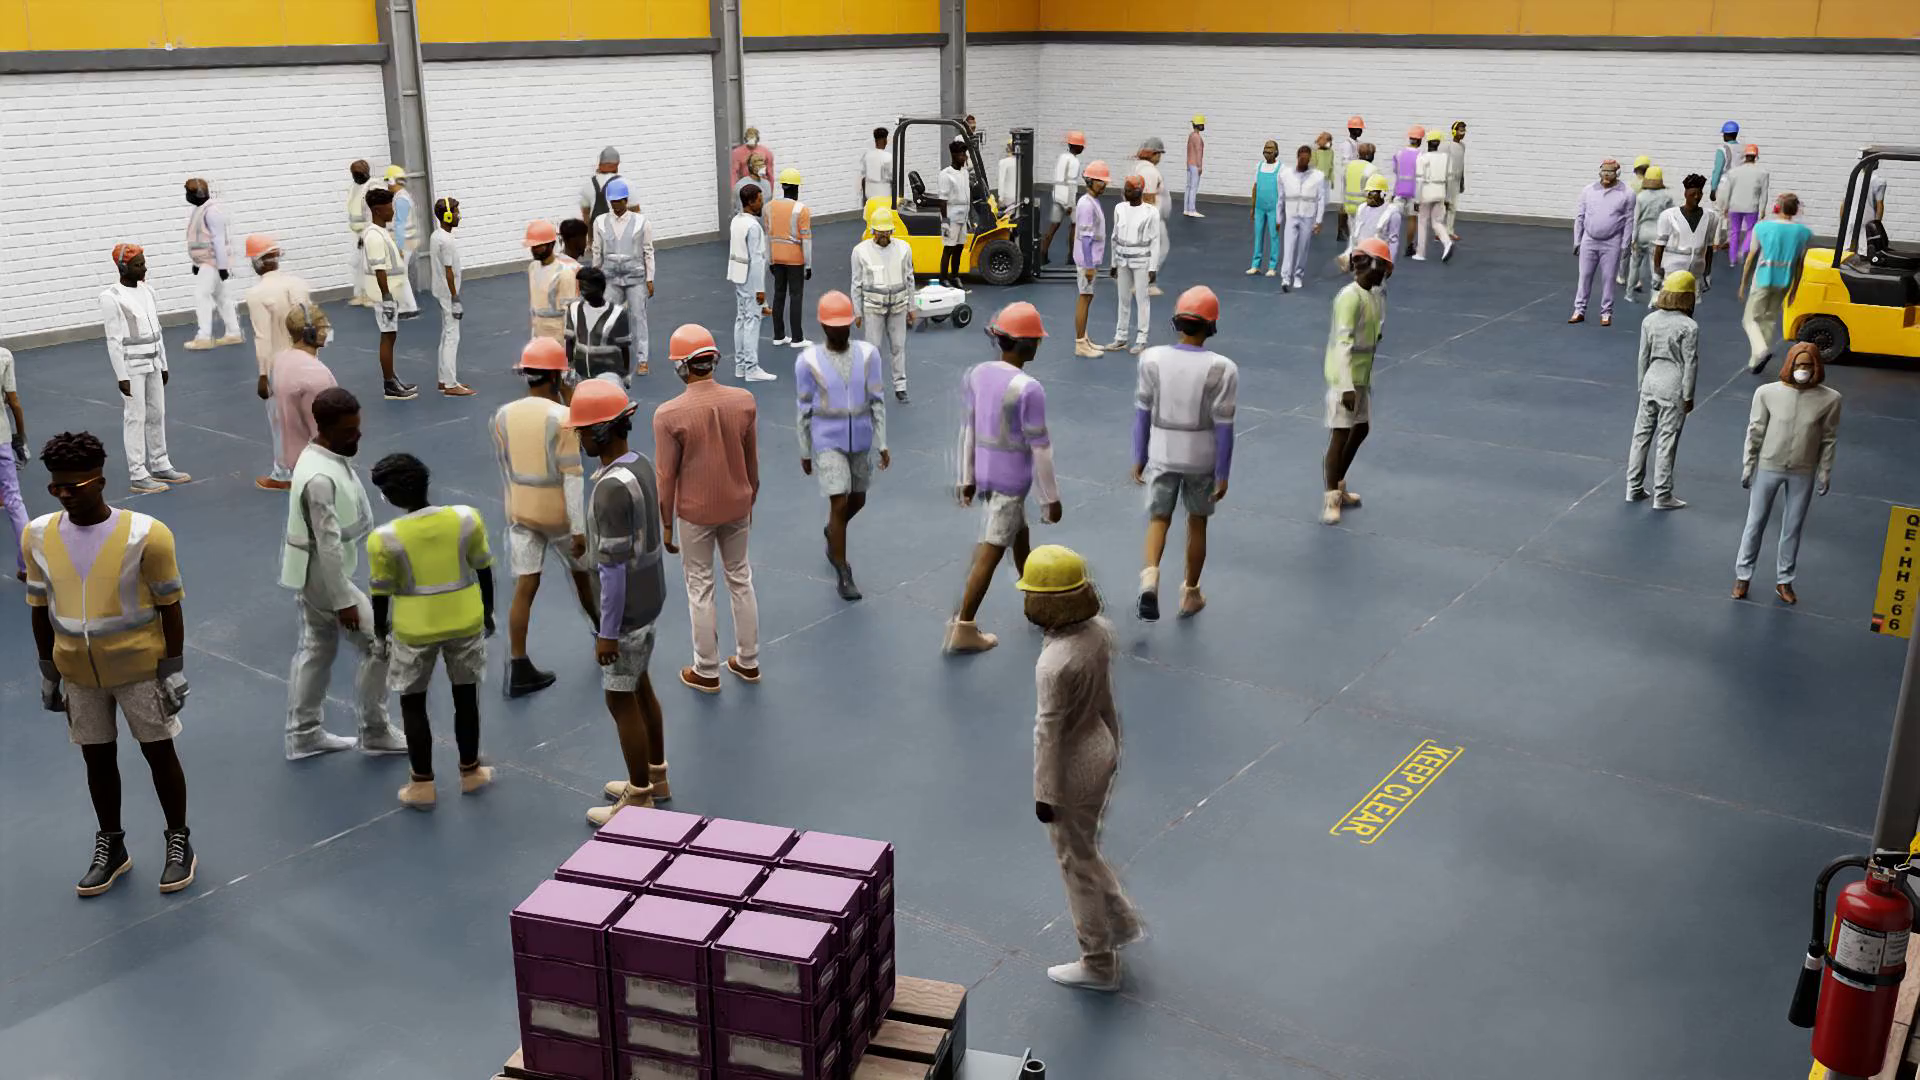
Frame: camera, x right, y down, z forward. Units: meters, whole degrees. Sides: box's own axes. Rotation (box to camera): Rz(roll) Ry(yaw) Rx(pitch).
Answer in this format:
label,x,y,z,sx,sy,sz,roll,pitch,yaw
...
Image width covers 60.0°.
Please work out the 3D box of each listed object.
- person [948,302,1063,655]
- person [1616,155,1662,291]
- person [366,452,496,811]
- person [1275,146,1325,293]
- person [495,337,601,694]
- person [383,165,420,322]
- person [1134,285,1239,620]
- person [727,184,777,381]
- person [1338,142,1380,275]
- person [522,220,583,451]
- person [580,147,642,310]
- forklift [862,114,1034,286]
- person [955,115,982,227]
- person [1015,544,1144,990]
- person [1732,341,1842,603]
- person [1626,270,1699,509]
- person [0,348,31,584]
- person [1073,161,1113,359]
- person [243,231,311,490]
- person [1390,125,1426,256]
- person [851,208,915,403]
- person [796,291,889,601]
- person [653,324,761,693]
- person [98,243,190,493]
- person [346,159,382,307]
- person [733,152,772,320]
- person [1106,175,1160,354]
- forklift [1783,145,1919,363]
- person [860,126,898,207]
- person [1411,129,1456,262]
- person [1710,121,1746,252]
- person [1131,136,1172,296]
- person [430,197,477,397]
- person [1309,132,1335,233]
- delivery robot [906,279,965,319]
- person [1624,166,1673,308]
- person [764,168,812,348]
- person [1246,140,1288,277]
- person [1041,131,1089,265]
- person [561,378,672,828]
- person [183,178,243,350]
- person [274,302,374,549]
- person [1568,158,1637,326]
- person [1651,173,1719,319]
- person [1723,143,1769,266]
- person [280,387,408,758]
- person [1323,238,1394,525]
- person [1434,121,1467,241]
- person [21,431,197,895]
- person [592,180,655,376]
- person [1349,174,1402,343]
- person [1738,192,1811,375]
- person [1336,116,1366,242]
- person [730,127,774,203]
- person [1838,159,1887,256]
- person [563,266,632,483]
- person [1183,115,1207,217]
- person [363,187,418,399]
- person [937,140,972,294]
label,x,y,z,sx,sy,sz,roll,pitch,yaw
person,0.337,-0.353,9.453,1.046,1.985,0.633,-10,20,-29
person,8.865,-4.145,21.736,0.534,1.725,0.894,5,18,14
person,-2.374,0.416,7.554,0.568,1.679,0.354,-9,20,-27
person,4.403,-4.154,21.556,0.607,1.864,1.016,3,18,9
person,-2.205,-0.163,9.037,0.560,1.867,1.033,7,19,22
person,-6.593,-3.465,19.517,0.478,1.790,0.626,-8,19,-23
person,1.294,-0.469,9.752,0.621,2.025,0.686,7,19,21
person,-2.081,-2.530,16.367,0.383,1.918,0.591,-9,20,-25
person,5.413,-4.489,22.670,0.682,1.823,0.631,-11,21,-32
person,-3.346,-1.651,13.601,0.552,1.926,0.407,16,23,40
person,-4.106,-3.685,19.782,0.693,2.000,1.010,8,19,22
forklift,-0.171,-4.594,22.377,2.313,2.155,1.214,1,18,3
person,0.154,-6.060,27.479,0.531,1.876,0.317,-9,20,-26
person,0.423,0.838,6.158,0.462,1.711,0.510,8,20,25
person,5.071,-0.413,10.205,0.503,1.632,0.274,6,19,18
person,5.174,-1.100,12.177,0.296,1.744,0.486,-10,20,-27
person,-6.107,-0.588,10.389,0.501,1.865,0.335,-15,23,-39
person,1.388,-2.942,17.462,0.395,2.039,0.606,3,18,10
person,-5.099,-1.342,12.567,0.439,1.990,0.637,6,19,19
person,6.582,-5.116,24.457,0.568,1.919,0.665,13,22,35
person,-0.704,-2.154,15.363,0.601,1.817,0.403,-6,19,-17
person,-0.762,-0.643,10.494,0.544,1.909,0.861,-8,19,-22
person,-1.353,-0.166,8.893,0.601,1.977,0.434,-12,21,-33
person,-6.203,-1.301,12.600,0.352,1.879,0.579,3,18,9
person,-7.277,-3.717,20.271,0.664,1.809,0.578,13,22,35
person,-2.394,-3.584,19.632,0.372,1.940,0.627,9,20,26
person,1.840,-2.921,17.648,0.575,1.883,0.362,15,23,39
forklift,9.803,-2.879,17.013,2.313,2.155,1.214,12,21,33
person,-1.187,-5.001,24.081,0.627,1.933,0.839,10,21,30
person,6.853,-4.943,23.975,0.590,1.896,0.752,-6,19,-17
person,11.539,-5.321,25.073,0.615,1.939,0.415,-7,19,-22
person,2.420,-4.128,21.168,0.539,2.000,0.684,-4,18,-13
person,-4.829,-2.294,15.737,0.342,1.859,0.504,-8,20,-25
person,5.884,-5.893,27.372,0.556,1.619,0.479,-11,21,-31
delivery robot,-0.291,-2.754,19.119,0.707,0.478,0.477,-14,23,-38
person,8.496,-3.737,20.484,0.478,1.707,0.858,3,18,10
person,-1.832,-3.038,17.966,0.581,1.919,0.393,10,20,28
person,4.204,-4.525,22.733,0.507,1.843,0.346,12,22,34
person,1.457,-4.847,23.680,0.705,1.900,0.563,-7,19,-22
person,-1.515,0.286,7.391,0.410,2.028,0.623,0,18,0
person,-8.183,-2.960,17.876,0.768,1.814,0.650,-12,21,-33
person,-3.759,-0.444,9.823,0.434,1.928,0.652,-14,22,-37
person,7.413,-3.438,19.228,0.651,1.907,0.409,11,21,30
person,7.365,-2.739,16.945,0.613,1.965,0.361,0,18,1
person,11.097,-4.723,23.521,0.582,1.733,0.521,11,21,30
person,-2.944,0.188,7.937,0.727,1.874,0.646,-6,19,-18
person,2.782,-1.133,11.903,0.351,1.996,0.759,12,21,33
person,7.751,-5.633,26.170,0.512,1.860,0.312,-13,22,-34
person,-3.460,0.509,6.786,0.607,1.966,0.367,-1,18,-4
person,-3.338,-2.595,16.522,0.615,1.945,0.404,1,18,2
person,4.499,-3.071,18.197,0.403,1.834,0.588,-14,22,-37
person,8.046,-2.503,16.442,0.582,1.820,0.572,2,18,5
person,6.173,-5.685,26.205,0.356,1.936,0.551,9,20,27
person,-3.066,-5.185,24.758,0.624,1.891,1.078,3,18,10
person,11.344,-3.962,20.963,0.504,1.847,0.345,16,24,41
person,-2.835,-1.353,13.135,0.520,1.639,0.830,6,19,18
person,4.166,-6.596,29.332,0.326,1.767,0.533,-4,18,-12
person,-5.369,-2.308,15.595,0.367,1.967,0.606,-5,18,-16
person,-0.053,-4.093,21.182,0.366,1.962,0.614,11,21,30
